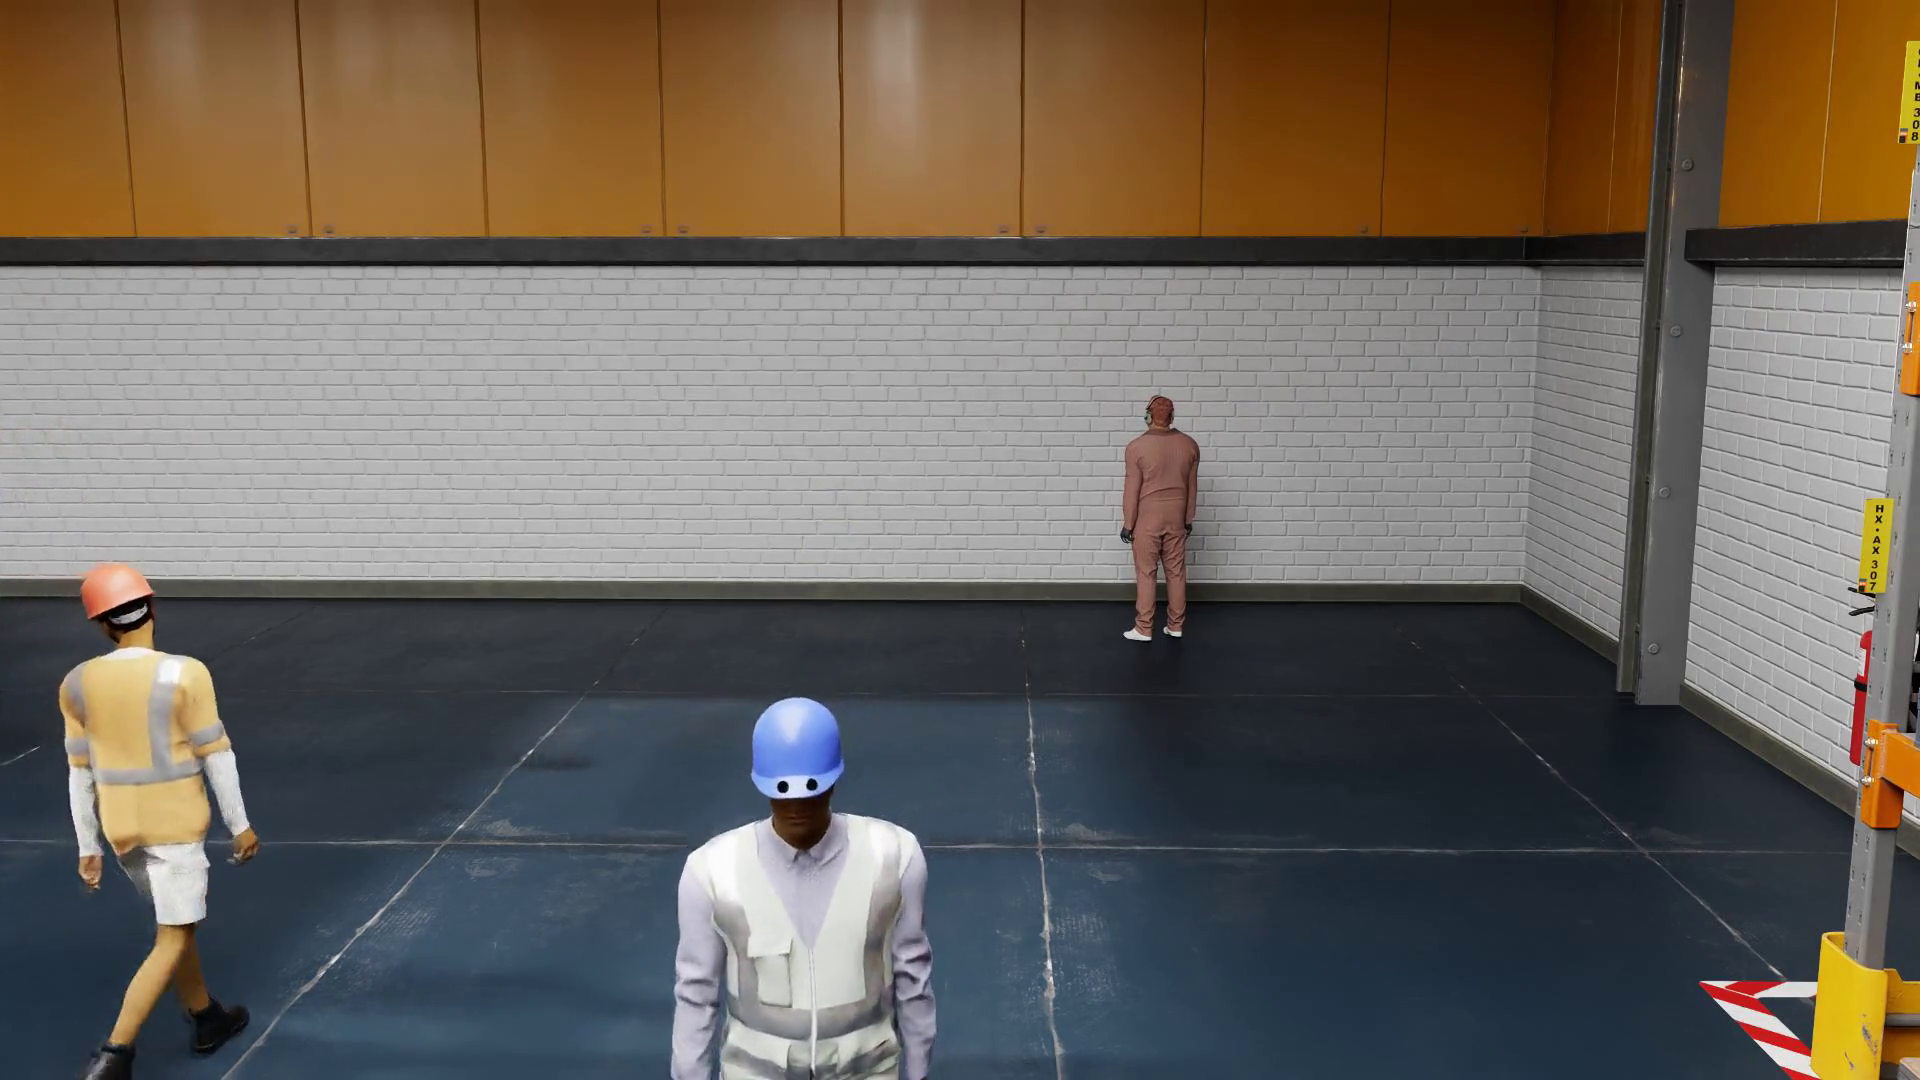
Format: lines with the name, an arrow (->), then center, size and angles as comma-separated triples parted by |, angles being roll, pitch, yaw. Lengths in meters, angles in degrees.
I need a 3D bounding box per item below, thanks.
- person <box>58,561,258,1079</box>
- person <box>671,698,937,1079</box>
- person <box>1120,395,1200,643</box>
person -> -2.871, 1.025, 5.825 | 0.579, 1.884, 0.902 | 2, 10, 12
person -> -0.367, 1.307, 3.976 | 0.635, 1.925, 0.518 | -1, 10, -7
person -> 1.520, -0.160, 12.835 | 0.641, 1.908, 0.408 | -4, 10, -24
